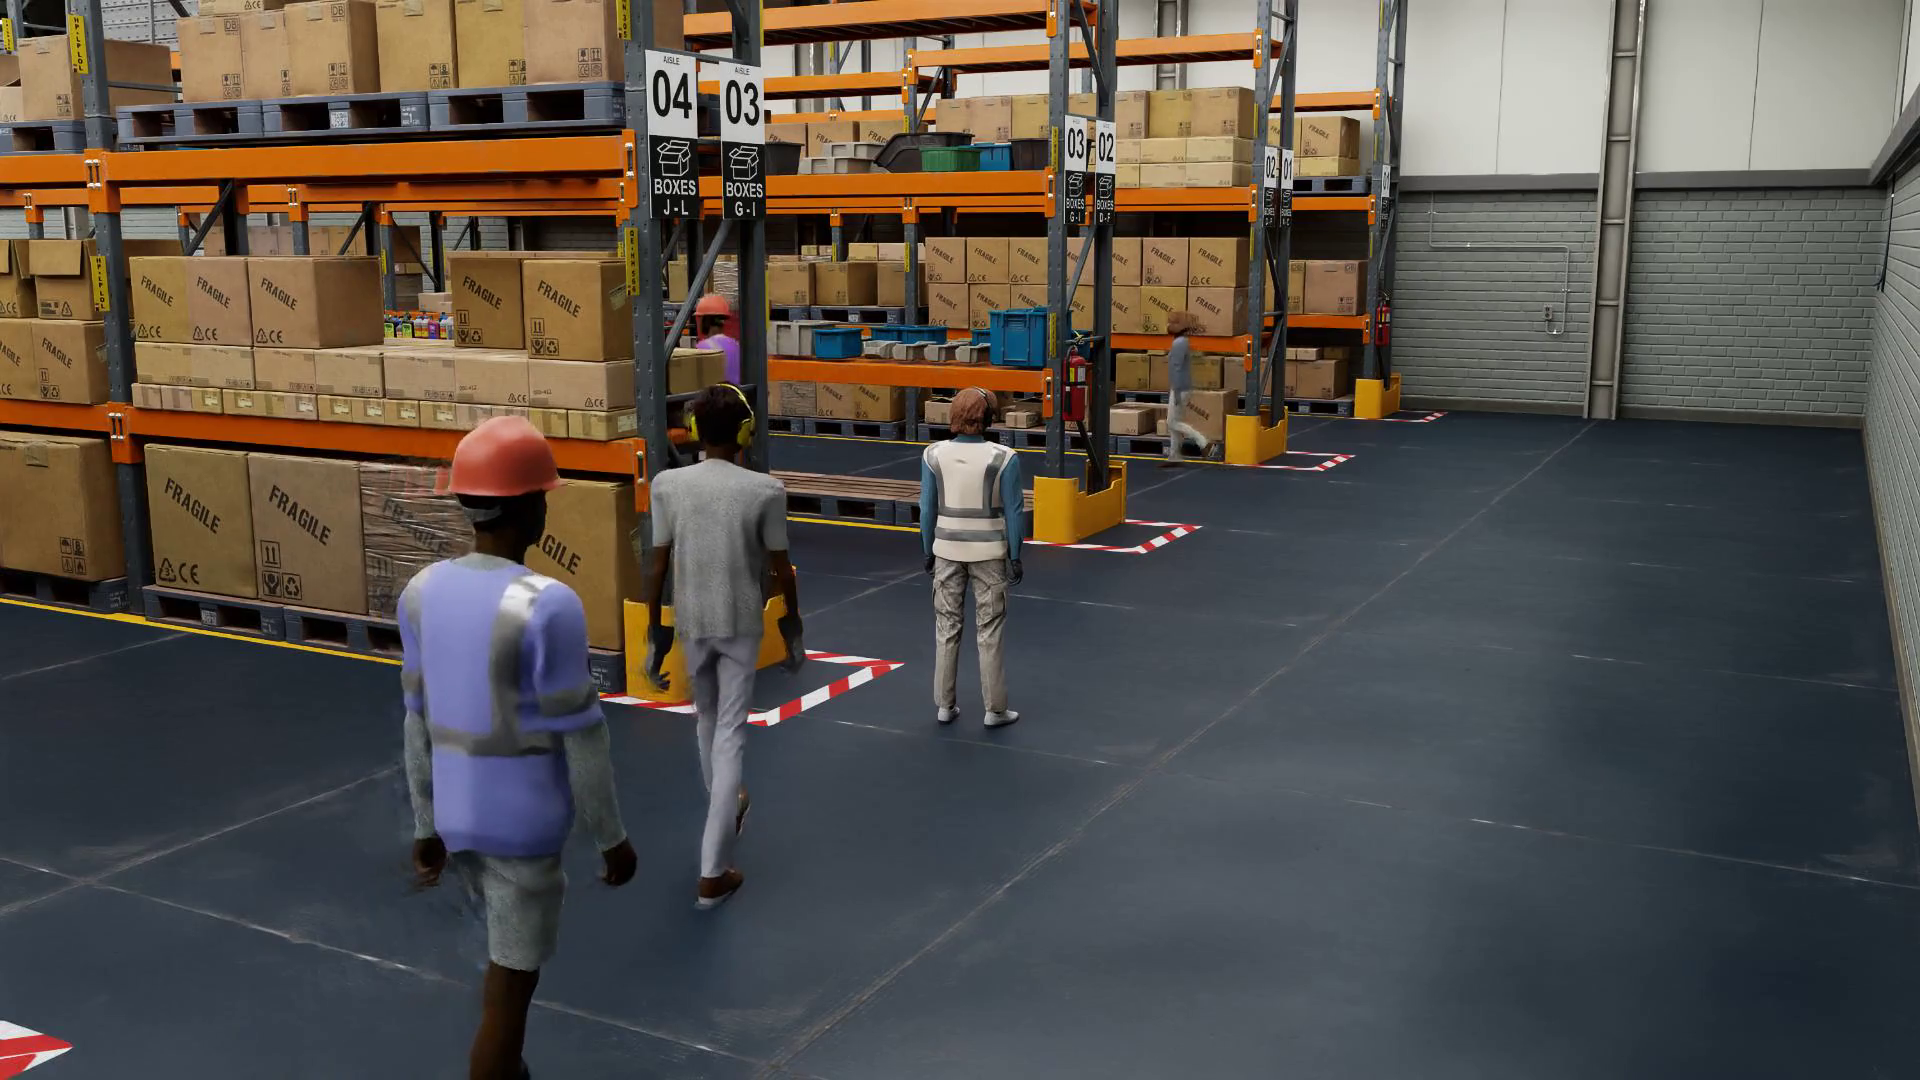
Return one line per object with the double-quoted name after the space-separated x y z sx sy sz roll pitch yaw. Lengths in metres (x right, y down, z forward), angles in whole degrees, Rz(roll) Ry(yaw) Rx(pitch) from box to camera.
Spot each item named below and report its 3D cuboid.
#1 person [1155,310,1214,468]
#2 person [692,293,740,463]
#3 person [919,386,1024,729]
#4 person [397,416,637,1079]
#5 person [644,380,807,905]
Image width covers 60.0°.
2.255 -1.498 16.685 0.523 1.618 0.507 2 11 13 "person"
-1.831 -0.963 12.964 0.756 1.910 0.549 4 11 19 "person"
0.056 0.088 7.961 0.523 1.638 0.311 4 11 20 "person"
-1.057 0.658 4.063 0.544 1.918 0.647 7 13 35 "person"
-0.841 0.332 6.120 0.541 1.821 0.946 2 11 10 "person"
